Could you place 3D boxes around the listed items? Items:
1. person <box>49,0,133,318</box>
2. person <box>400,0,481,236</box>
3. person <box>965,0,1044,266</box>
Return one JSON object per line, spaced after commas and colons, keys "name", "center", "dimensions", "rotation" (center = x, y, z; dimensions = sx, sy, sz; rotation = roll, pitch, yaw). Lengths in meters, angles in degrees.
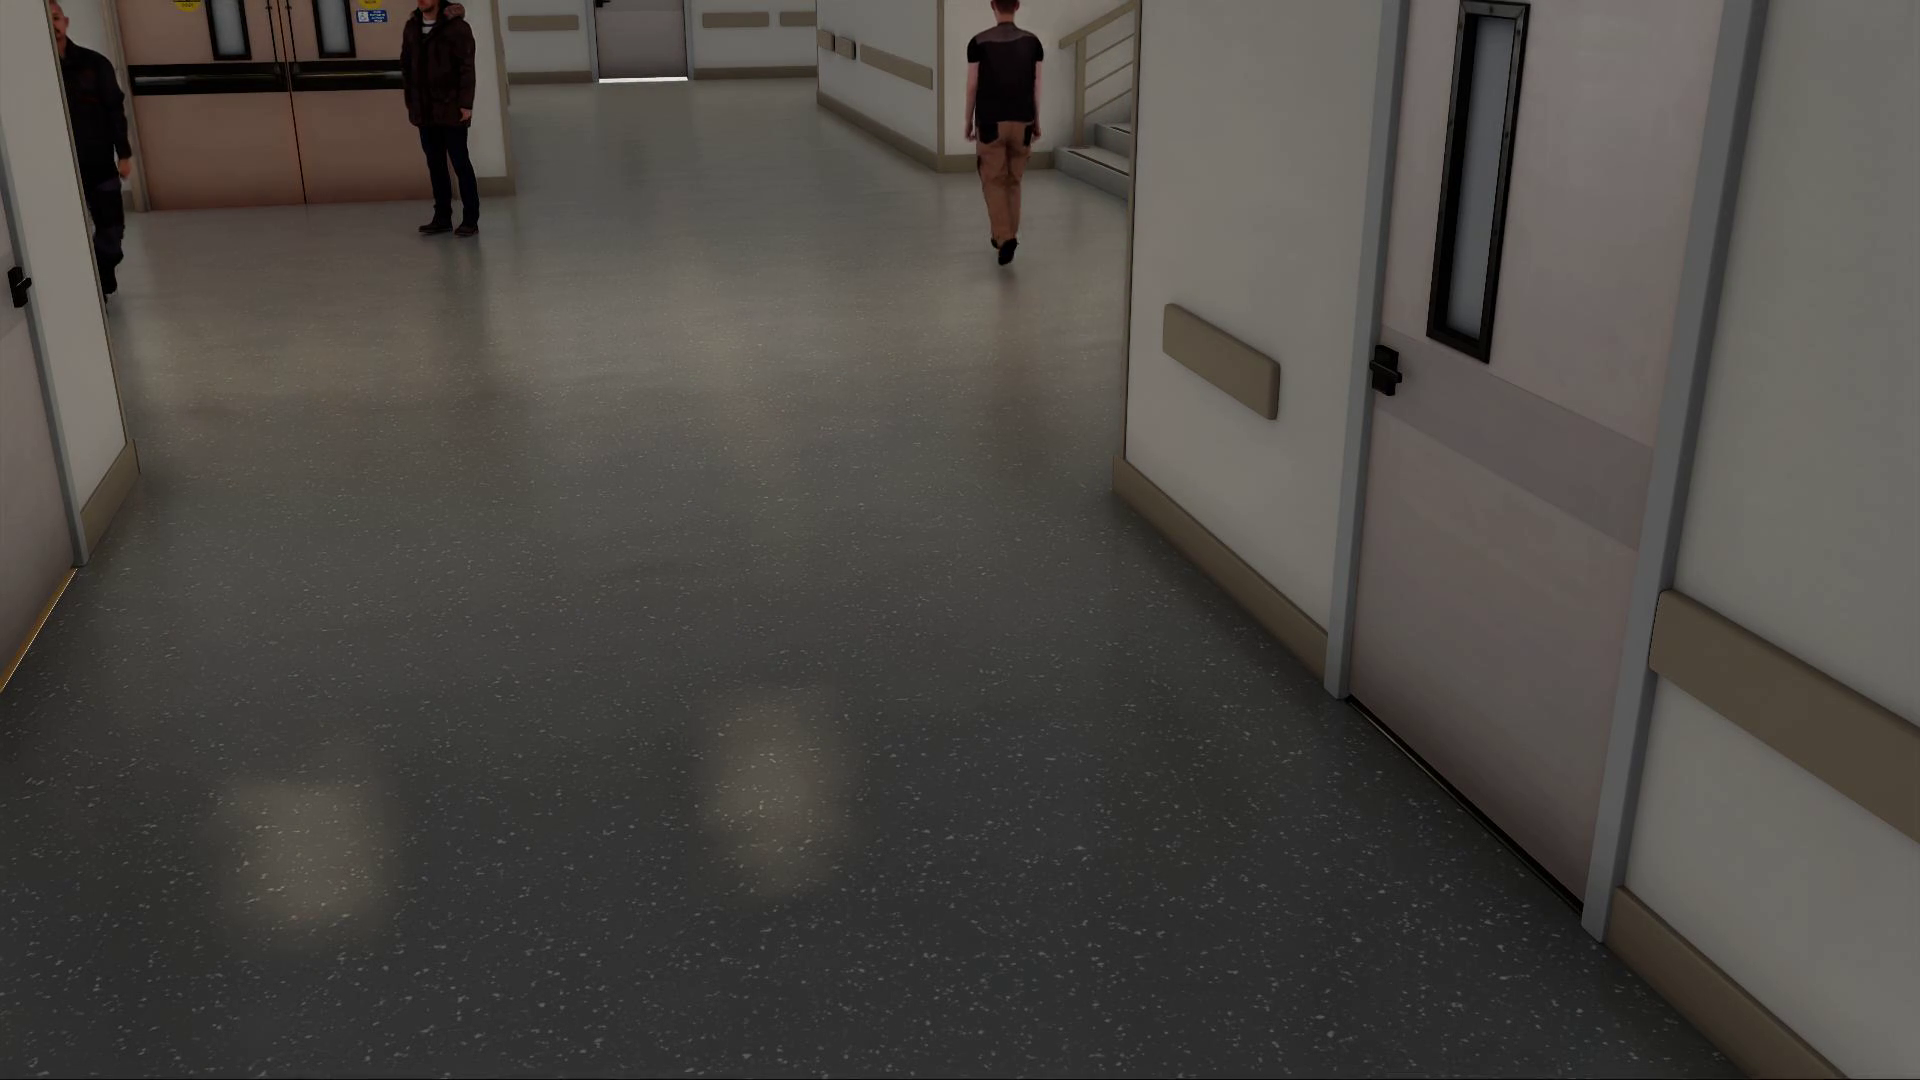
{"name": "person", "center": [-5.164, -2.243, 9.703], "dimensions": [1.077, 1.839, 1.010], "rotation": [-12, 24, -30]}
{"name": "person", "center": [-3.777, -3.164, 12.125], "dimensions": [0.844, 1.846, 0.940], "rotation": [8, 22, 19]}
{"name": "person", "center": [0.308, -2.732, 11.034], "dimensions": [1.069, 1.811, 0.733], "rotation": [-5, 21, -14]}
